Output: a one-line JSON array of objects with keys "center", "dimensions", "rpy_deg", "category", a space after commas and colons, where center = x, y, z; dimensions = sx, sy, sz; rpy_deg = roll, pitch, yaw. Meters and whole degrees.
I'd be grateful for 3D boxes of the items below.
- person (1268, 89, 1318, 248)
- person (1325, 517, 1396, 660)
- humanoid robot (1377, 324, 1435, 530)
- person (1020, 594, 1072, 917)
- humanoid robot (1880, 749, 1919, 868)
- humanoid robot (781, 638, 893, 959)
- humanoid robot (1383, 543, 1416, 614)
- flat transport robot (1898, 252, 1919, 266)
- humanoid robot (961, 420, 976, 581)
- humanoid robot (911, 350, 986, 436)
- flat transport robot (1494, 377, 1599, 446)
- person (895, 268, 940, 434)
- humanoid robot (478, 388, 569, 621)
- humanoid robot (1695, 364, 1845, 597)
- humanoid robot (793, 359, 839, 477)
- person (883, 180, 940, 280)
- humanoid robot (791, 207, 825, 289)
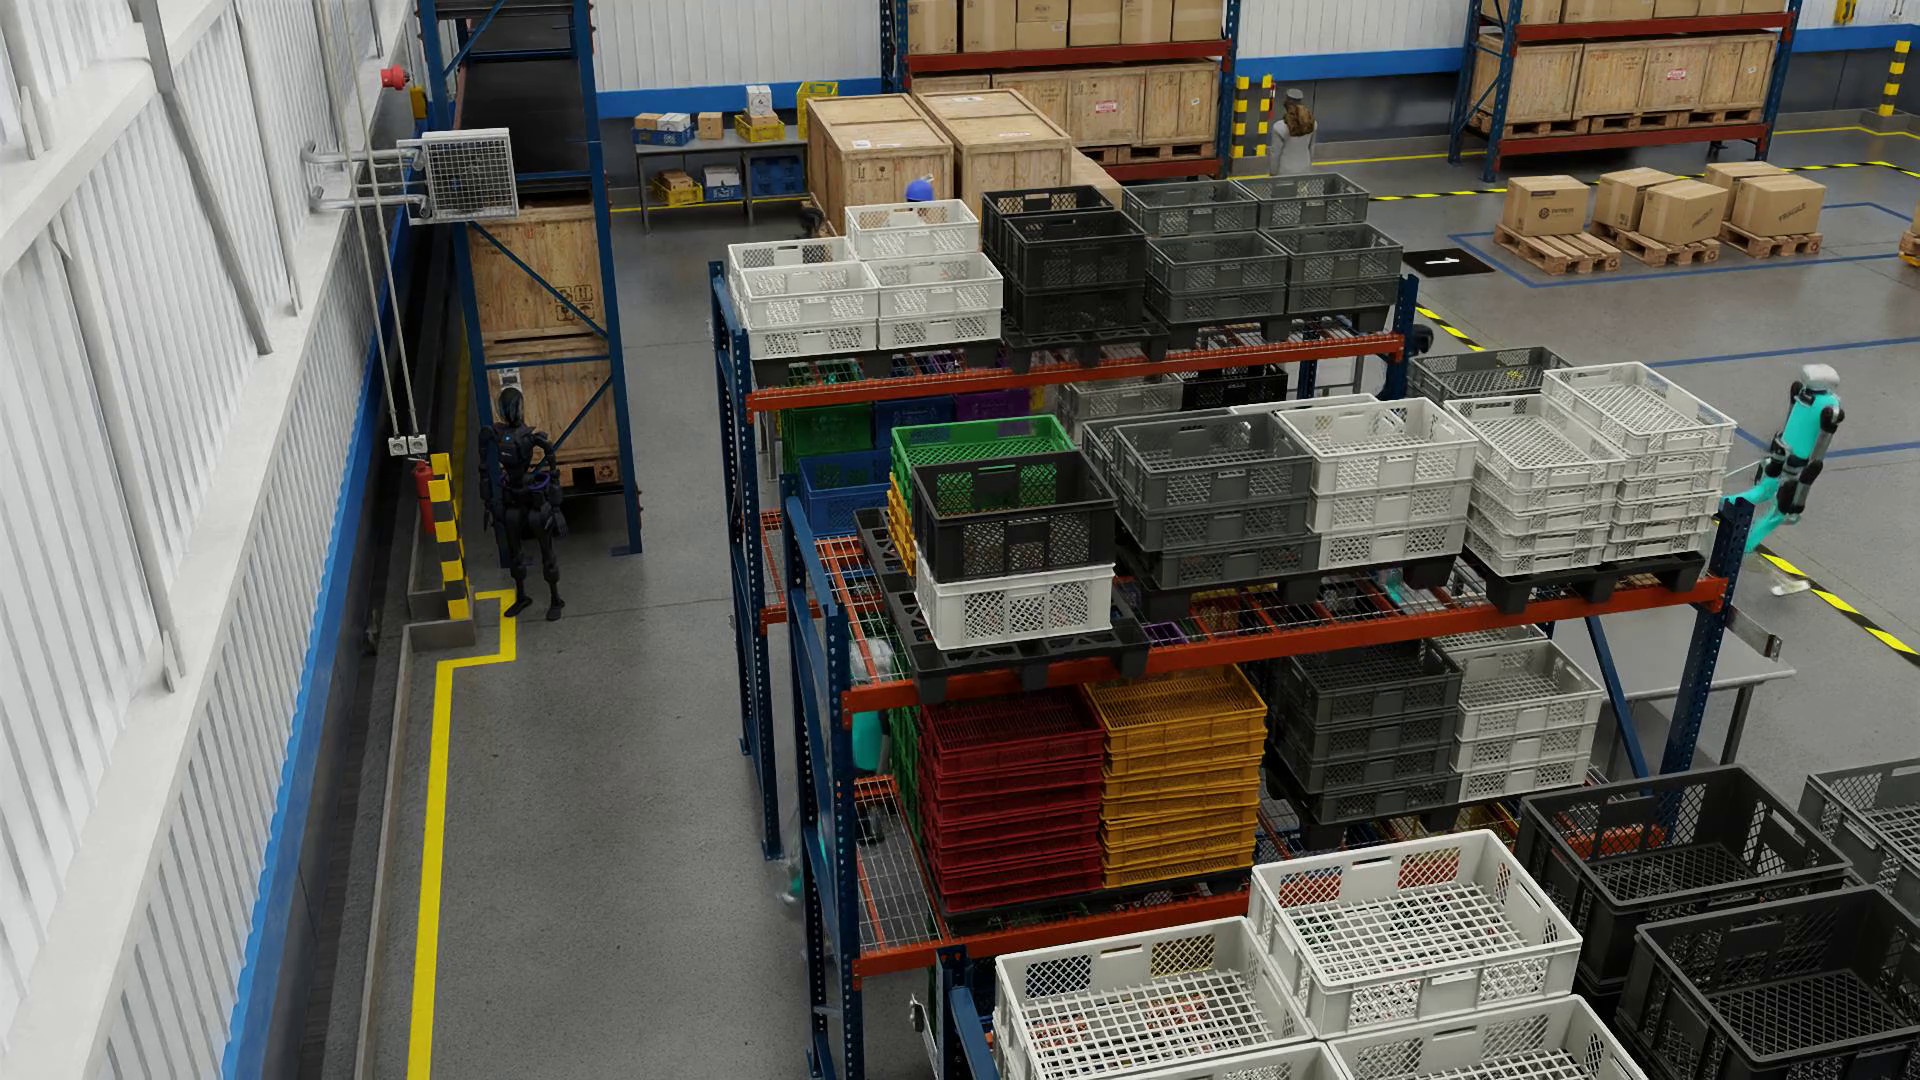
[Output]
[{"center": [3.578, -3.986, 18.004], "dimensions": [0.563, 1.763, 0.404], "rpy_deg": [-12, 30, -22], "category": "person"}, {"center": [2.427, 0.231, 9.995], "dimensions": [0.432, 1.779, 0.686], "rpy_deg": [11, 30, 20], "category": "person"}, {"center": [3.221, -0.787, 12.034], "dimensions": [0.417, 1.651, 0.585], "rpy_deg": [-10, 29, -19], "category": "humanoid robot"}, {"center": [0.457, 1.043, 8.336], "dimensions": [0.338, 1.882, 0.582], "rpy_deg": [-4, 28, -8], "category": "person"}, {"center": [4.308, 1.625, 7.468], "dimensions": [0.669, 1.636, 0.411], "rpy_deg": [-7, 29, -13], "category": "humanoid robot"}, {"center": [-0.647, 1.351, 7.945], "dimensions": [0.767, 1.808, 0.531], "rpy_deg": [-15, 31, -26], "category": "humanoid robot"}, {"center": [2.647, 0.274, 10.040], "dimensions": [0.549, 1.872, 0.711], "rpy_deg": [-19, 33, -32], "category": "humanoid robot"}, {"center": [10.640, -2.852, 17.427], "dimensions": [0.652, 0.197, 1.431], "rpy_deg": [-6, 28, -12], "category": "flat transport robot"}, {"center": [-0.003, -0.028, 10.573], "dimensions": [0.315, 1.657, 0.599], "rpy_deg": [1, 28, 2], "category": "humanoid robot"}, {"center": [-0.099, -0.366, 11.057], "dimensions": [0.532, 1.687, 0.742], "rpy_deg": [4, 28, 8], "category": "humanoid robot"}, {"center": [4.780, -1.036, 14.013], "dimensions": [0.659, 0.231, 1.431], "rpy_deg": [-6, 28, -12], "category": "flat transport robot"}, {"center": [-0.189, -1.184, 12.442], "dimensions": [0.893, 2.007, 0.608], "rpy_deg": [-13, 31, -23], "category": "person"}, {"center": [-2.866, -0.233, 10.962], "dimensions": [0.599, 1.657, 0.315], "rpy_deg": [6, 28, 11], "category": "humanoid robot"}, {"center": [5.342, -0.336, 11.151], "dimensions": [1.039, 1.754, 0.540], "rpy_deg": [-1, 28, -1], "category": "humanoid robot"}, {"center": [-0.725, -0.568, 11.537], "dimensions": [1.007, 1.716, 0.534], "rpy_deg": [-19, 33, -31], "category": "humanoid robot"}, {"center": [-0.387, -2.138, 14.330], "dimensions": [0.628, 1.921, 0.469], "rpy_deg": [24, 36, 37], "category": "person"}, {"center": [-1.376, -2.075, 14.516], "dimensions": [0.552, 1.661, 0.586], "rpy_deg": [-9, 29, -16], "category": "humanoid robot"}]
